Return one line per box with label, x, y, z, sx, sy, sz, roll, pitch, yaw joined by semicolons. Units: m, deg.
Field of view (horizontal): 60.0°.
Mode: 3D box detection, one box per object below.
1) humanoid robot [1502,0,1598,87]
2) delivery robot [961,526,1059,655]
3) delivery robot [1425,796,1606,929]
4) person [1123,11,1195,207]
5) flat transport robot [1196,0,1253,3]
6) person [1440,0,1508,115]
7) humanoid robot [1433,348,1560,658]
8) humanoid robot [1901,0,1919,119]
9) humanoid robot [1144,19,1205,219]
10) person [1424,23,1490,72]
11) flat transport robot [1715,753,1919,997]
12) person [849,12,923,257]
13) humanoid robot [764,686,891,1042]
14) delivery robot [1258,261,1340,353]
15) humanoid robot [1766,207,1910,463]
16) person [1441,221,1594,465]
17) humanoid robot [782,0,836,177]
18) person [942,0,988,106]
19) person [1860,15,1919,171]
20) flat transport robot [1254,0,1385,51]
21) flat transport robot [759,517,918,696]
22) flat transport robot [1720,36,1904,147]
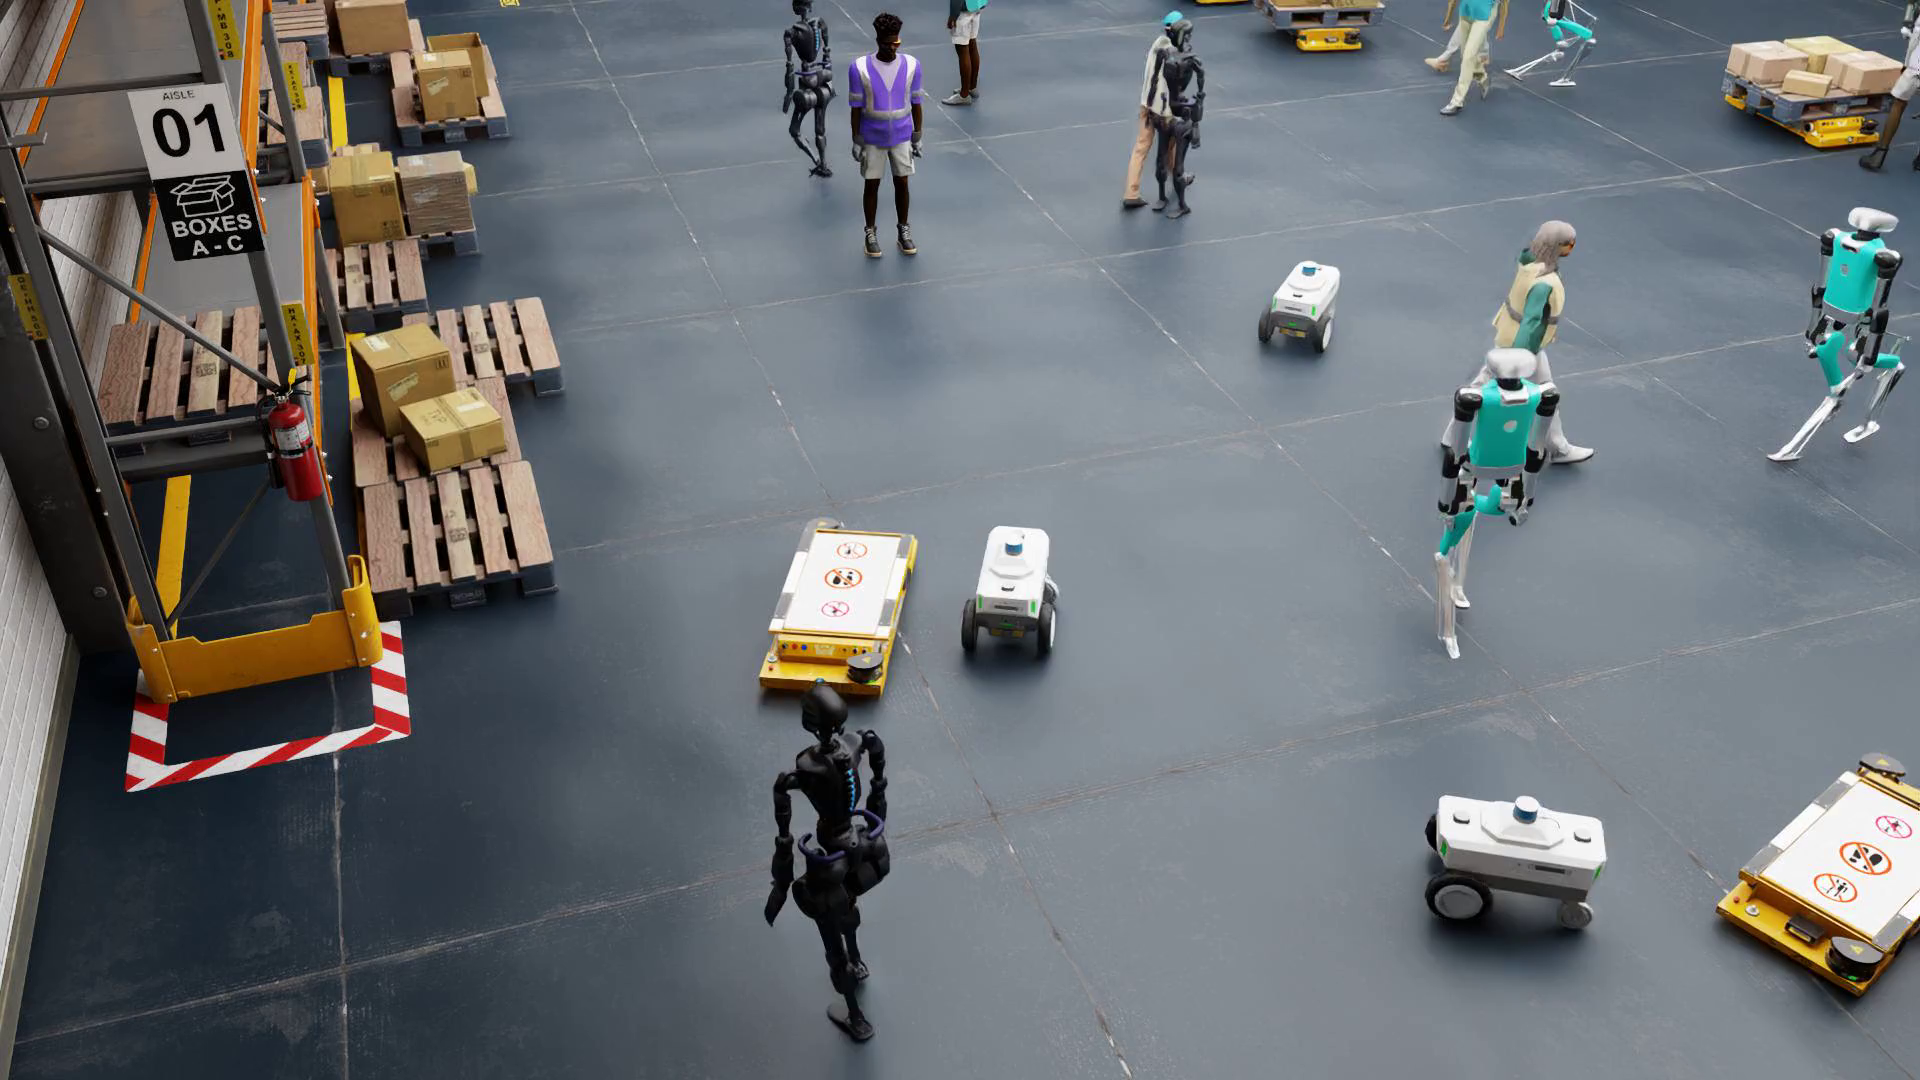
humanoid robot;6.080;-5.374;16.735;0.971;1.738;0.556;5;33;8
delivery robot;0.289;0.262;9.196;0.500;0.596;0.767;4;33;6
delivery robot;2.463;1.405;7.452;0.794;0.606;0.499;7;34;11
person;1.742;-3.706;14.312;0.925;1.597;0.471;-27;41;-34
flat transport robot;3.054;-6.847;20.360;0.659;0.231;1.431;-6;34;-8
person;5.115;-5.156;16.370;0.850;1.805;0.587;-23;40;-31
humanoid robot;2.773;-0.291;8.977;0.543;1.804;0.837;-3;33;-4
humanoid robot;9.574;-4.951;16.138;0.543;1.764;0.999;-5;33;-7
humanoid robot;1.812;-3.573;14.046;0.319;1.649;0.610;-28;42;-36
person;5.345;-5.831;17.382;0.885;1.828;0.475;-10;35;-15
flat transport robot;4.124;1.487;7.577;1.431;0.231;0.659;-25;41;-33
person;-0.579;-3.223;13.259;0.602;1.958;0.375;-8;34;-12
humanoid robot;-0.510;1.277;6.616;0.603;1.645;0.486;-26;41;-34
delivery robot;2.547;-1.754;12.296;0.499;0.604;0.808;15;36;21
humanoid robot;5.724;-1.287;10.541;1.063;1.766;0.555;-14;35;-20
person;3.609;-1.242;10.497;0.953;1.645;0.458;3;33;5
humanoid robot;-1.305;-4.030;14.742;0.374;1.646;0.610;23;40;31
person;0.058;-5.276;16.422;0.418;1.940;0.552;12;35;18
person;8.668;-4.228;14.842;0.747;1.908;0.563;9;34;14
flat transport robot;4.008;-5.815;18.777;0.659;0.231;1.431;-3;33;-5
flat transport robot;-0.656;0.350;9.321;0.659;0.231;1.431;4;33;5
flat transport robot;8.229;-4.182;16.272;0.659;0.231;1.431;-8;34;-13
